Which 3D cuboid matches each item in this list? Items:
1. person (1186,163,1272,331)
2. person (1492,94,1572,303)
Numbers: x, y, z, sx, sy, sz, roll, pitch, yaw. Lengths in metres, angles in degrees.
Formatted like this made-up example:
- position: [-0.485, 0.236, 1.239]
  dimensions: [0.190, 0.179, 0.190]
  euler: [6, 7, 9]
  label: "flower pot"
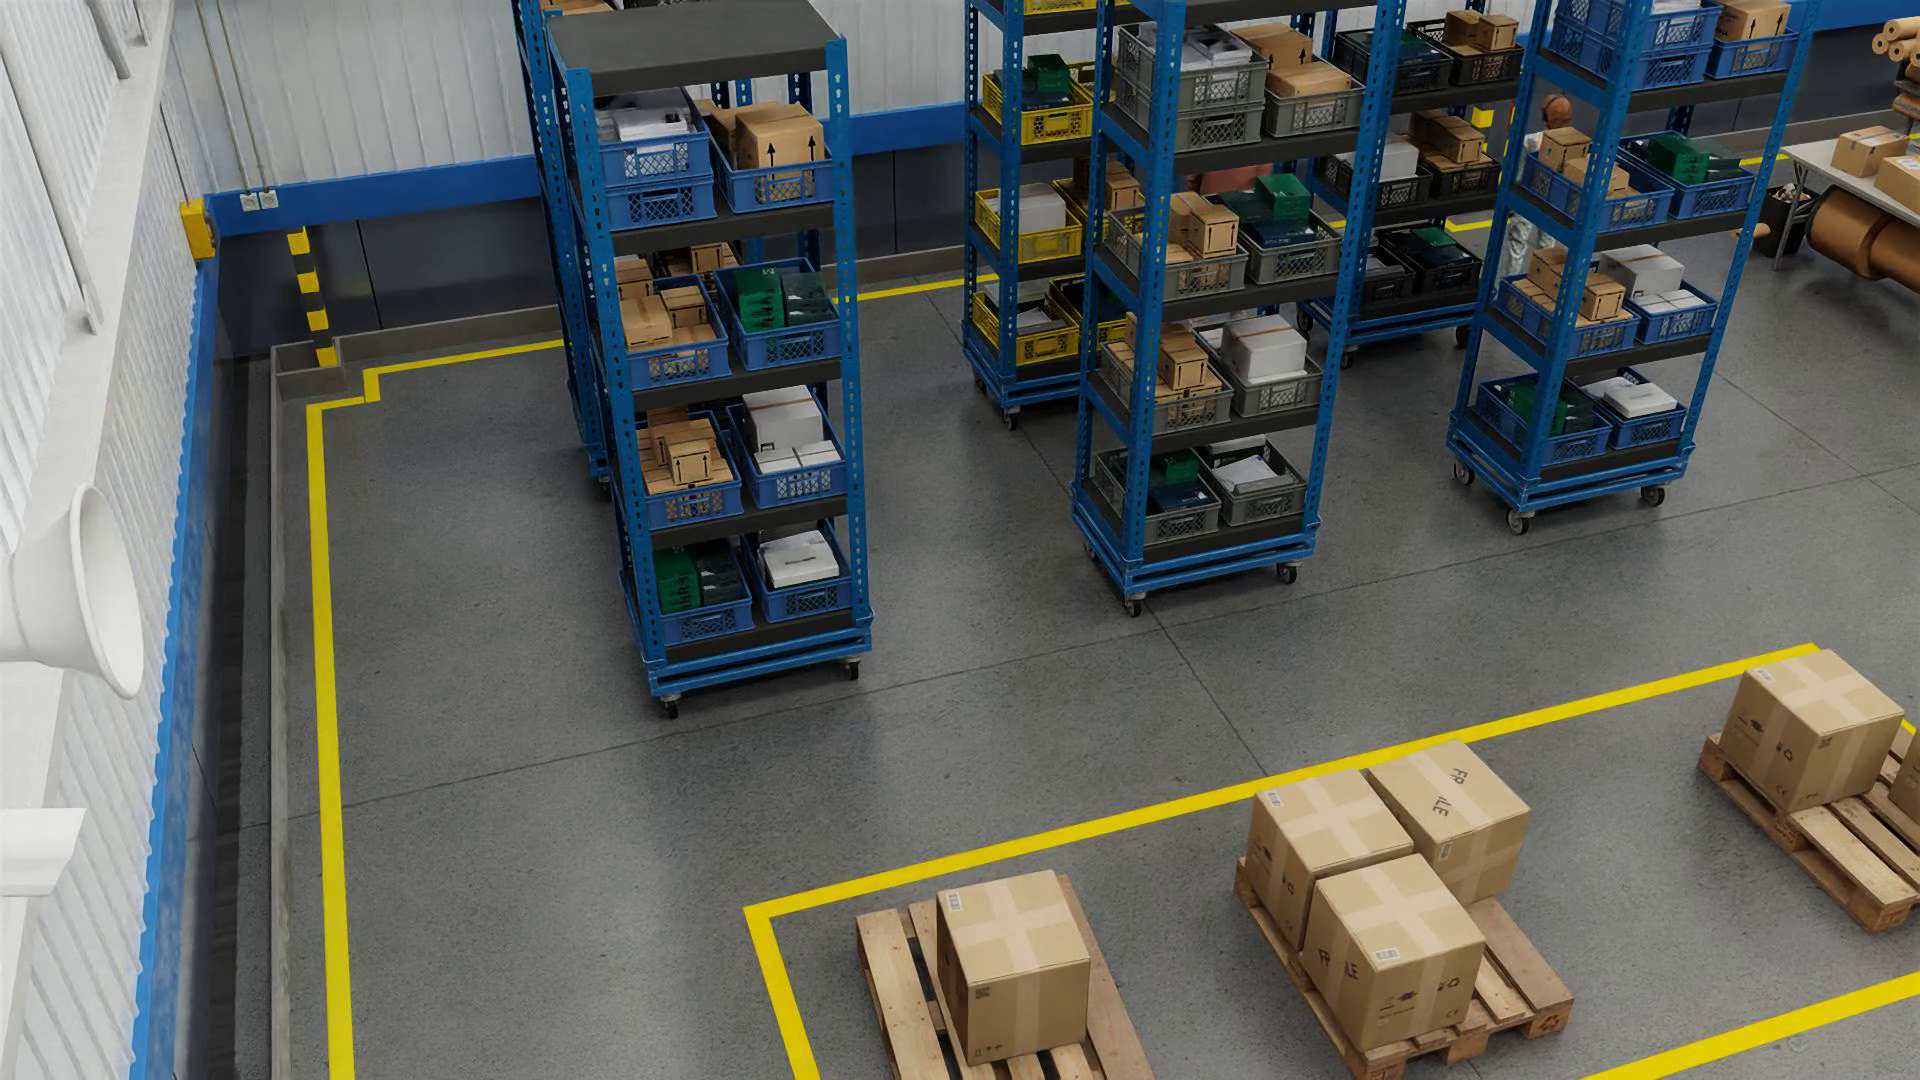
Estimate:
- position: [1.835, -2.175, 11.643]
  dimensions: [0.616, 1.986, 0.415]
  euler: [18, 39, 23]
  label: "person"
- position: [4.327, -2.512, 12.420]
  dimensions: [0.514, 1.632, 0.311]
  euler: [-1, 35, -1]
  label: "person"
